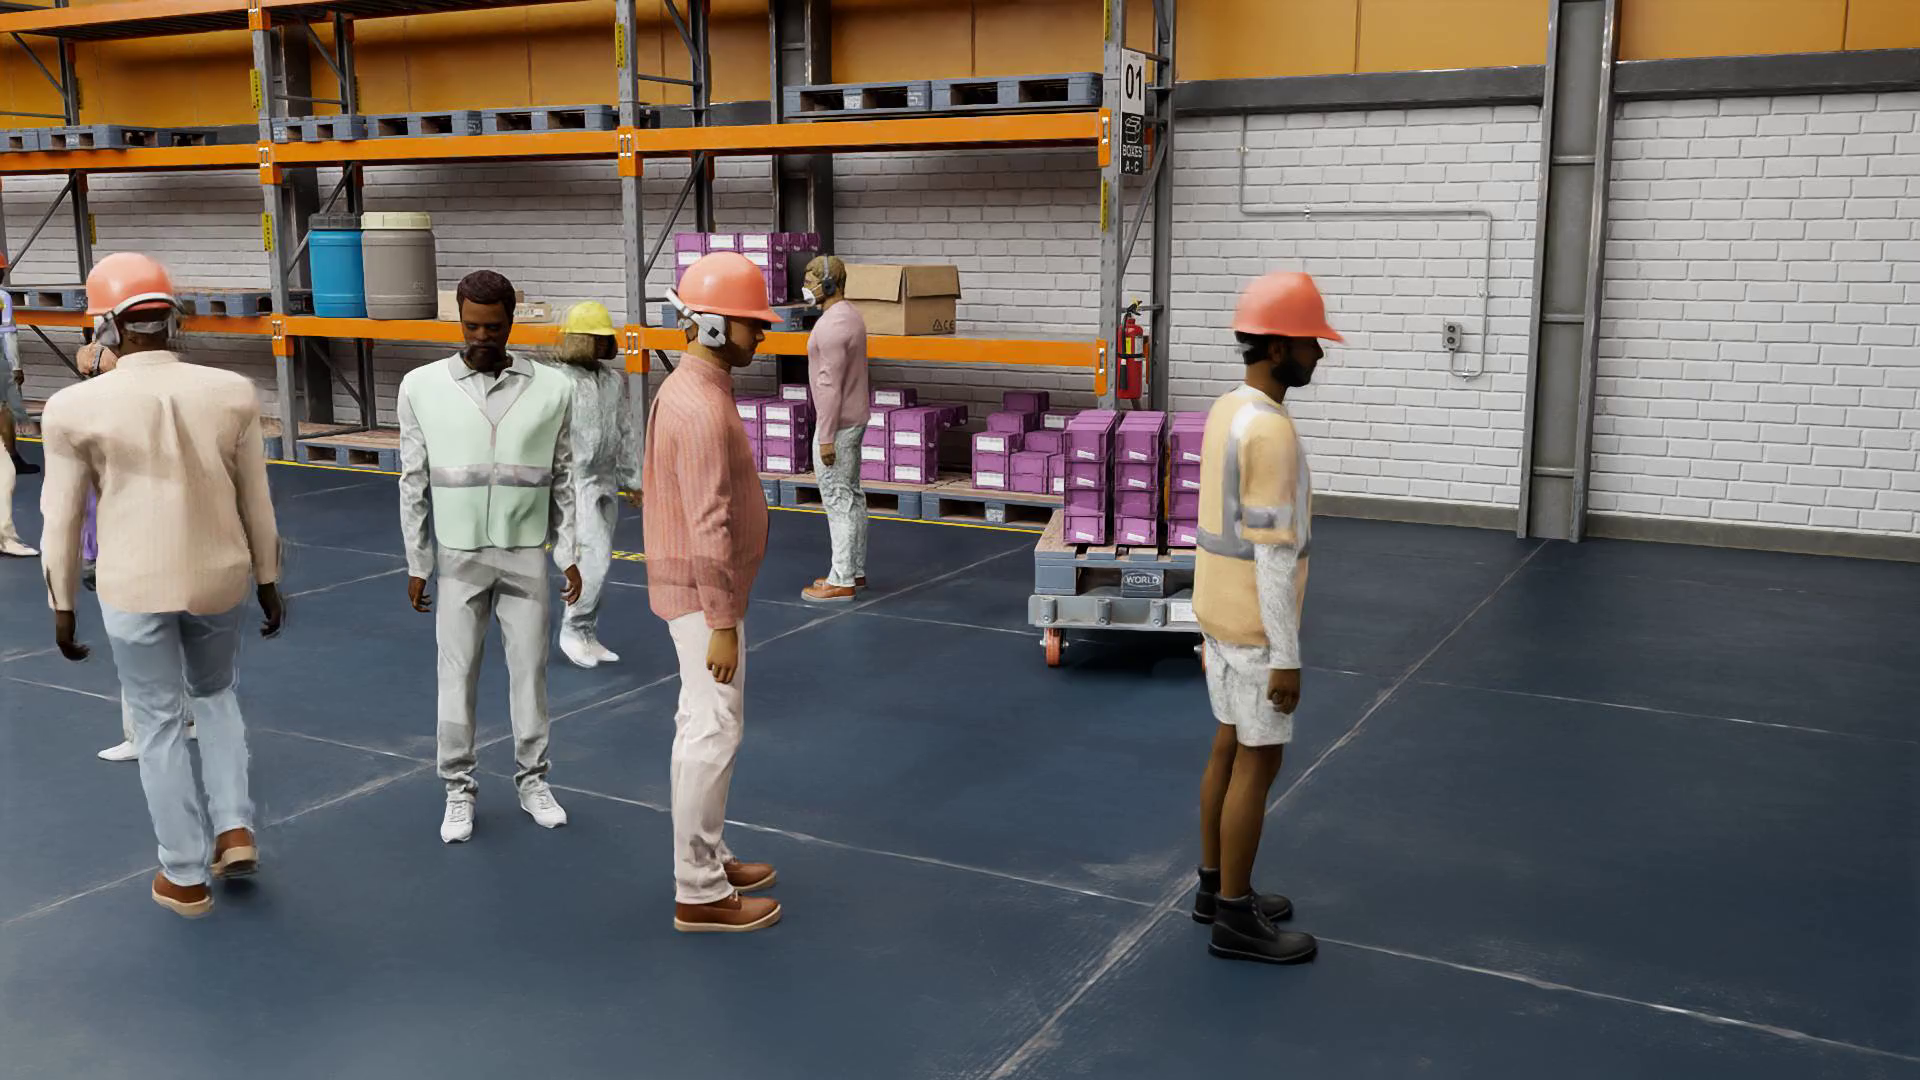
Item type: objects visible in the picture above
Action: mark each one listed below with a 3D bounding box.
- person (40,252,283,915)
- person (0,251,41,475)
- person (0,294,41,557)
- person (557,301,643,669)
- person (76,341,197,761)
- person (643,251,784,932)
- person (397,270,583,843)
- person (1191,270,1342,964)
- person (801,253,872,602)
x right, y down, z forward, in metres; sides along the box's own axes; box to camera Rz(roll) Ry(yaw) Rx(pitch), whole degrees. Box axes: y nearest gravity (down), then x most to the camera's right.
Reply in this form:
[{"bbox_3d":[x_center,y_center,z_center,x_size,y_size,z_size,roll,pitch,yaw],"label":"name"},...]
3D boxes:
[{"bbox_3d":[-2.382,0.139,4.987,0.643,1.971,0.460,-9,14,-41],"label":"person"},{"bbox_3d":[-8.198,-1.517,14.174,0.553,1.935,0.362,4,11,20],"label":"person"},{"bbox_3d":[-6.086,-0.752,10.513,0.669,1.742,0.540,-2,11,-10],"label":"person"},{"bbox_3d":[-1.728,-0.253,7.836,0.436,1.728,0.492,5,11,26],"label":"person"},{"bbox_3d":[-3.206,0.042,6.480,0.318,1.631,0.514,3,11,15],"label":"person"},{"bbox_3d":[-0.708,0.163,4.854,0.409,1.982,0.626,-2,11,-13],"label":"person"},{"bbox_3d":[-1.585,0.050,5.652,0.587,1.913,0.390,-5,11,-24],"label":"person"},{"bbox_3d":[0.849,0.216,4.689,0.370,1.936,0.544,-1,10,-5],"label":"person"},{"bbox_3d":[-0.688,-0.620,9.278,0.376,1.933,0.625,1,10,7],"label":"person"}]
